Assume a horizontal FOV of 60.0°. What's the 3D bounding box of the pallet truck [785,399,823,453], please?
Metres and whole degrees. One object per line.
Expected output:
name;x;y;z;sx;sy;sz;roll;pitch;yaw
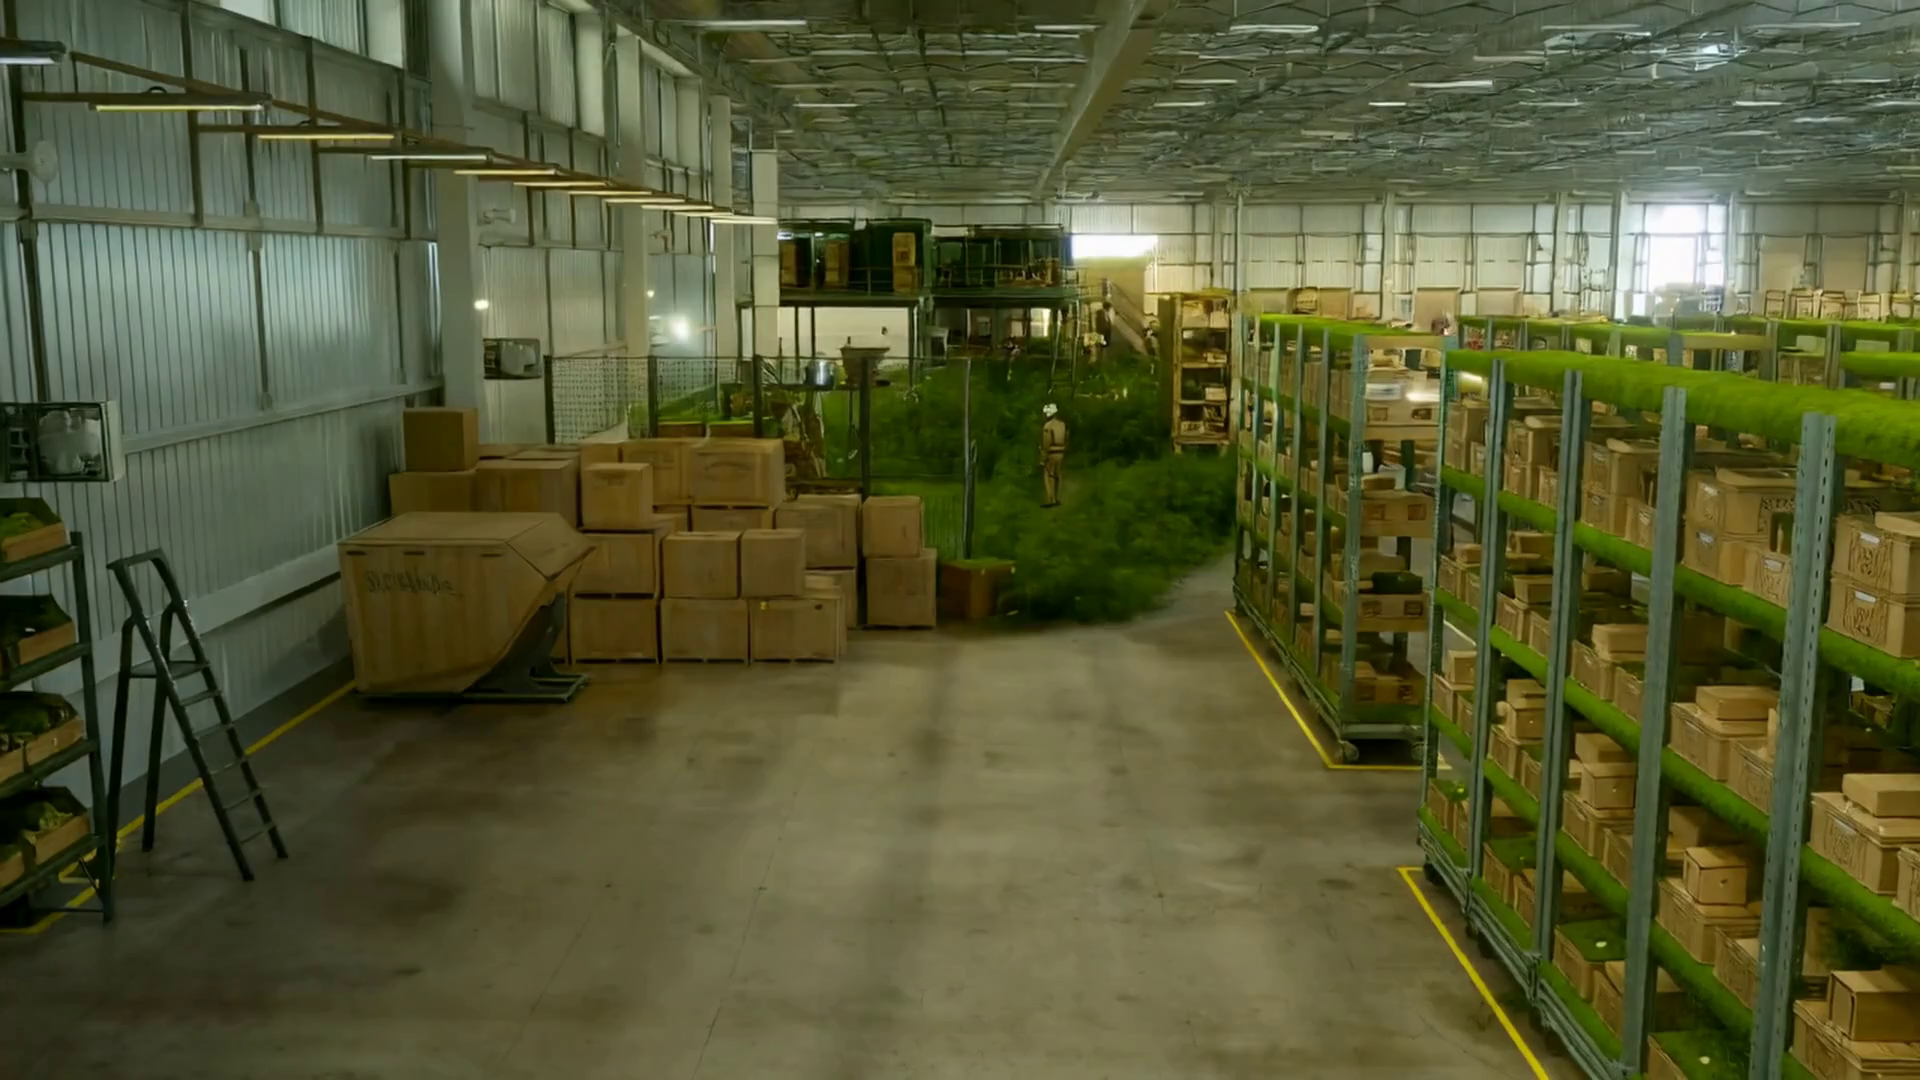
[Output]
pallet truck;-3.814;-2.432;36.419;1.630;1.274;0.653;0;9;1

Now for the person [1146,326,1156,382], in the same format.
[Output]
person;7.082;-6.878;61.563;0.377;2.045;0.605;1;9;5

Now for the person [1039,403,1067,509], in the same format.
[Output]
person;1.581;-1.449;28.715;0.404;1.837;0.590;7;11;36

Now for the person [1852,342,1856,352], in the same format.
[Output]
person;32.257;-6.612;60.276;0.375;1.931;0.542;6;11;33

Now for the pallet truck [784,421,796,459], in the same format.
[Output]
pallet truck;-4.013;-1.793;32.705;1.601;1.201;0.680;0;9;1

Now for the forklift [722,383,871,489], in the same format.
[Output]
forklift;-2.893;-1.687;28.729;2.680;1.987;1.157;0;9;-1

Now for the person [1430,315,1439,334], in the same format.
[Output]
person;24.835;-10.831;86.764;0.953;1.793;0.648;0;9;0

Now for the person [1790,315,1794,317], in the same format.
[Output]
person;40.913;-10.113;81.926;0.755;1.914;0.634;-5;10;-26

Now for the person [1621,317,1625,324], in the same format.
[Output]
person;30.949;-9.435;77.729;0.586;1.918;0.396;5;10;26

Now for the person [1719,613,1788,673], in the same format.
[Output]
person;6.048;1.144;12.820;0.666;1.817;0.472;6;11;32

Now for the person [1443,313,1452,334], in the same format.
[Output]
person;25.136;-10.755;85.822;0.425;1.938;0.603;-3;10;-16

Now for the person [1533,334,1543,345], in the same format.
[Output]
person;24.130;-8.179;69.741;0.626;1.992;0.387;0;9;1

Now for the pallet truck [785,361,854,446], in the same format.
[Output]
pallet truck;-3.410;-3.193;38.978;1.885;1.965;0.823;0;9;-1

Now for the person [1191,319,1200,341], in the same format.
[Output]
person;13.843;-12.618;97.388;0.614;1.908;0.558;-1;9;-3

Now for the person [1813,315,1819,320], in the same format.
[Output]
person;44.931;-10.944;87.421;0.543;1.817;0.689;-7;12;-39

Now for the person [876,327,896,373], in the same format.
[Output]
person;-2.961;-7.584;66.556;0.956;1.839;0.580;1;9;6

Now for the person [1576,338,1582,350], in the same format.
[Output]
person;24.872;-7.691;67.340;0.939;1.837;0.526;-8;12;-42

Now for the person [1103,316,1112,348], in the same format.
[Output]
person;7.790;-11.092;88.247;0.621;1.825;0.714;-3;10;-20

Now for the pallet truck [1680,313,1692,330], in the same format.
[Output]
pallet truck;36.315;-10.531;84.244;0.823;1.965;1.885;-6;11;-33

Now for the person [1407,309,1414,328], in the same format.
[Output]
person;25.613;-12.190;94.728;0.398;1.918;0.586;7;12;38

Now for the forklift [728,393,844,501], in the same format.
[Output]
forklift;-2.979;-1.316;26.476;2.680;1.987;1.157;0;9;1

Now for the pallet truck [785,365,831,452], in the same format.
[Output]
pallet truck;-3.774;-2.976;37.635;1.885;1.965;0.823;1;9;5

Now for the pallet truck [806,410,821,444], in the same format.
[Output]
pallet truck;-3.559;-2.018;33.905;1.522;1.261;0.704;0;9;-1
